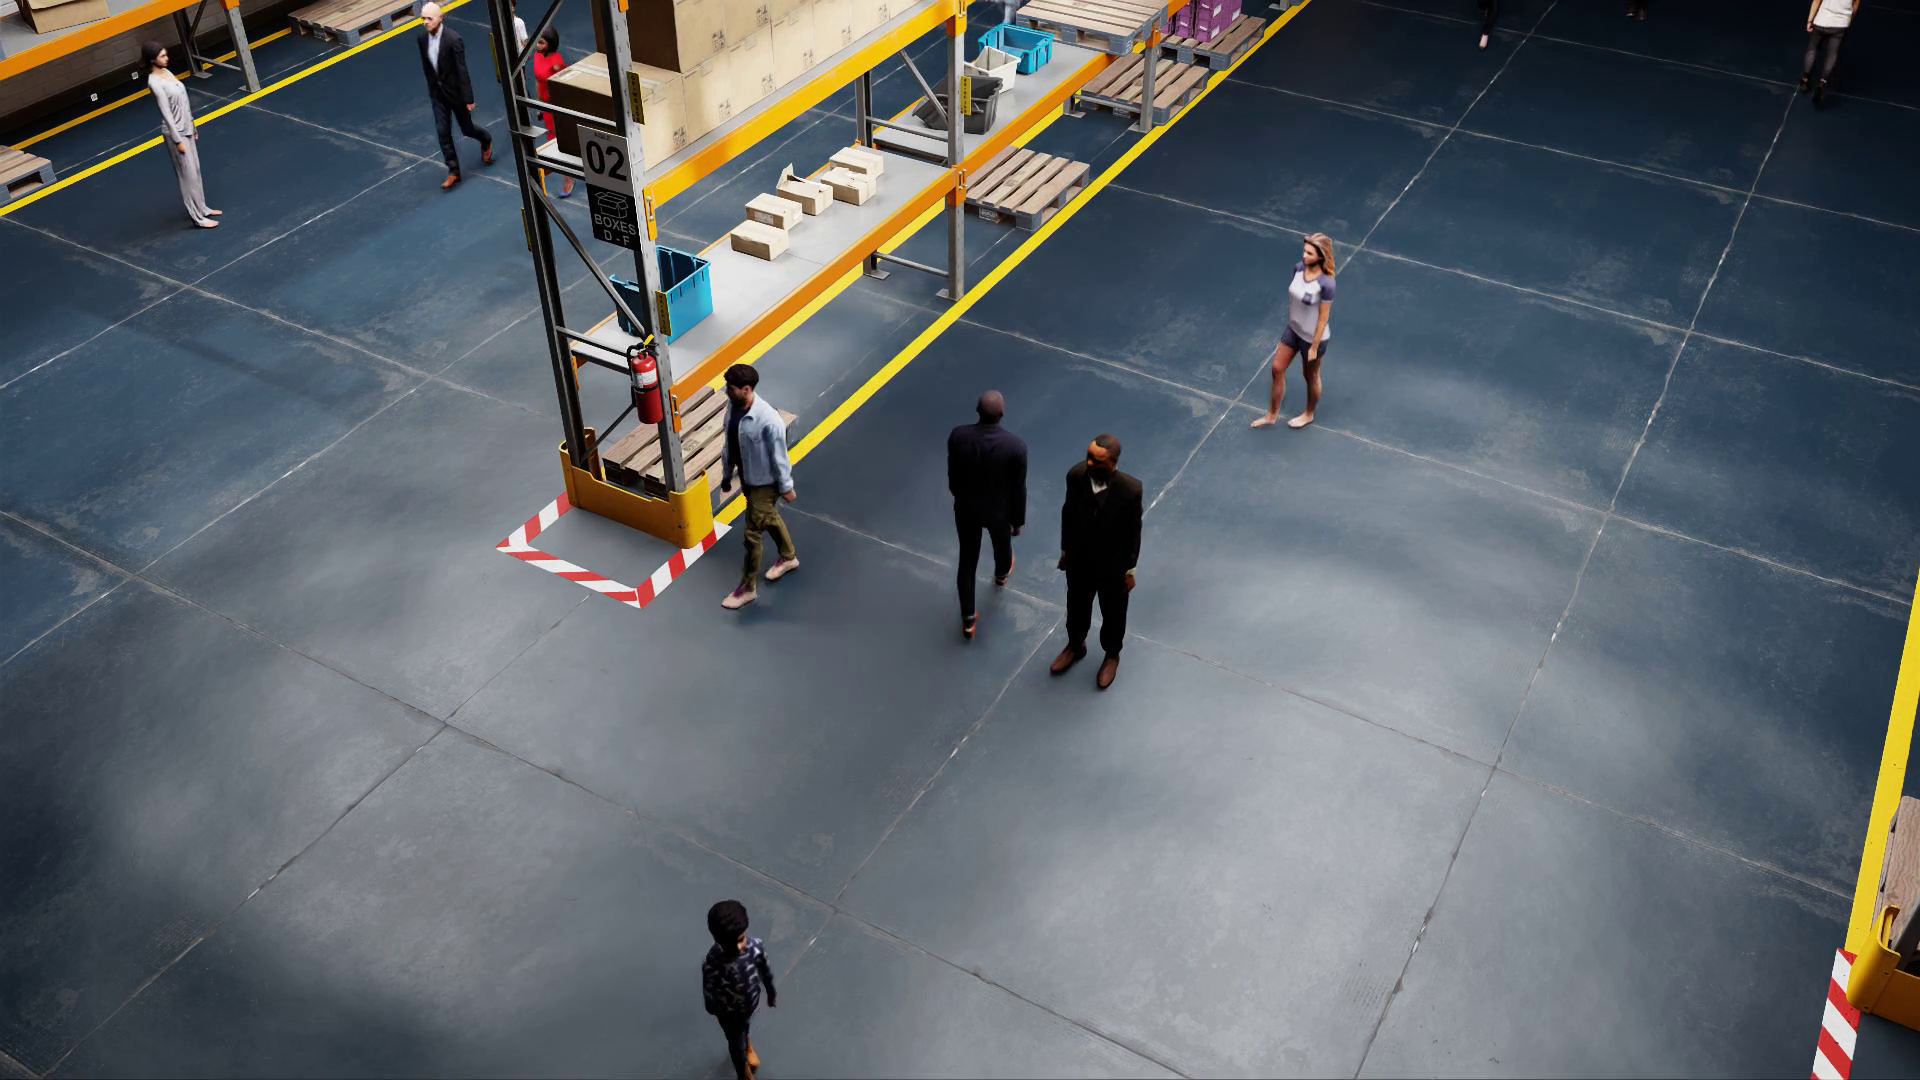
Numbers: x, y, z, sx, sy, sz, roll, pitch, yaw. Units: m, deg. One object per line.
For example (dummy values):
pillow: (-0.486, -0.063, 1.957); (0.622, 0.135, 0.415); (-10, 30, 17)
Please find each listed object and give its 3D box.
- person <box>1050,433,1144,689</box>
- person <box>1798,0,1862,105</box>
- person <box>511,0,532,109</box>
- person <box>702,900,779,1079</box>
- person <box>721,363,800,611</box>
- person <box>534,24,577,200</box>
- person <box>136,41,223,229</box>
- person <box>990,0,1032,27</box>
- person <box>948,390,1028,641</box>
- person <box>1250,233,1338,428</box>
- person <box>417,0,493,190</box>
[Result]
person: (0.884, 0.103, 10.539); (0.677, 1.904, 0.589); (19, 42, 22)
person: (9.316, -5.527, 17.749); (0.735, 1.704, 1.047); (12, 40, 15)
person: (-4.748, -5.251, 17.770); (0.541, 1.247, 0.541); (10, 40, 12)
person: (-1.147, 2.245, 8.392); (0.670, 1.237, 0.708); (-21, 43, -24)
person: (-1.299, -0.452, 11.329); (1.070, 1.785, 0.882); (-28, 47, -31)
person: (-3.813, -4.143, 15.997); (0.875, 1.730, 0.703); (-29, 47, -31)
person: (-7.300, -3.790, 15.517); (0.740, 1.776, 0.663); (-5, 39, -7)
person: (0.477, -5.880, 18.132); (0.615, 1.779, 0.784); (21, 43, 24)
person: (0.133, -0.125, 10.930); (0.946, 1.773, 1.207); (7, 39, 9)
person: (2.744, -1.608, 12.833); (0.909, 1.716, 0.818); (-20, 43, -23)
person: (-4.944, -4.396, 16.276); (0.857, 1.776, 1.153); (12, 40, 14)
